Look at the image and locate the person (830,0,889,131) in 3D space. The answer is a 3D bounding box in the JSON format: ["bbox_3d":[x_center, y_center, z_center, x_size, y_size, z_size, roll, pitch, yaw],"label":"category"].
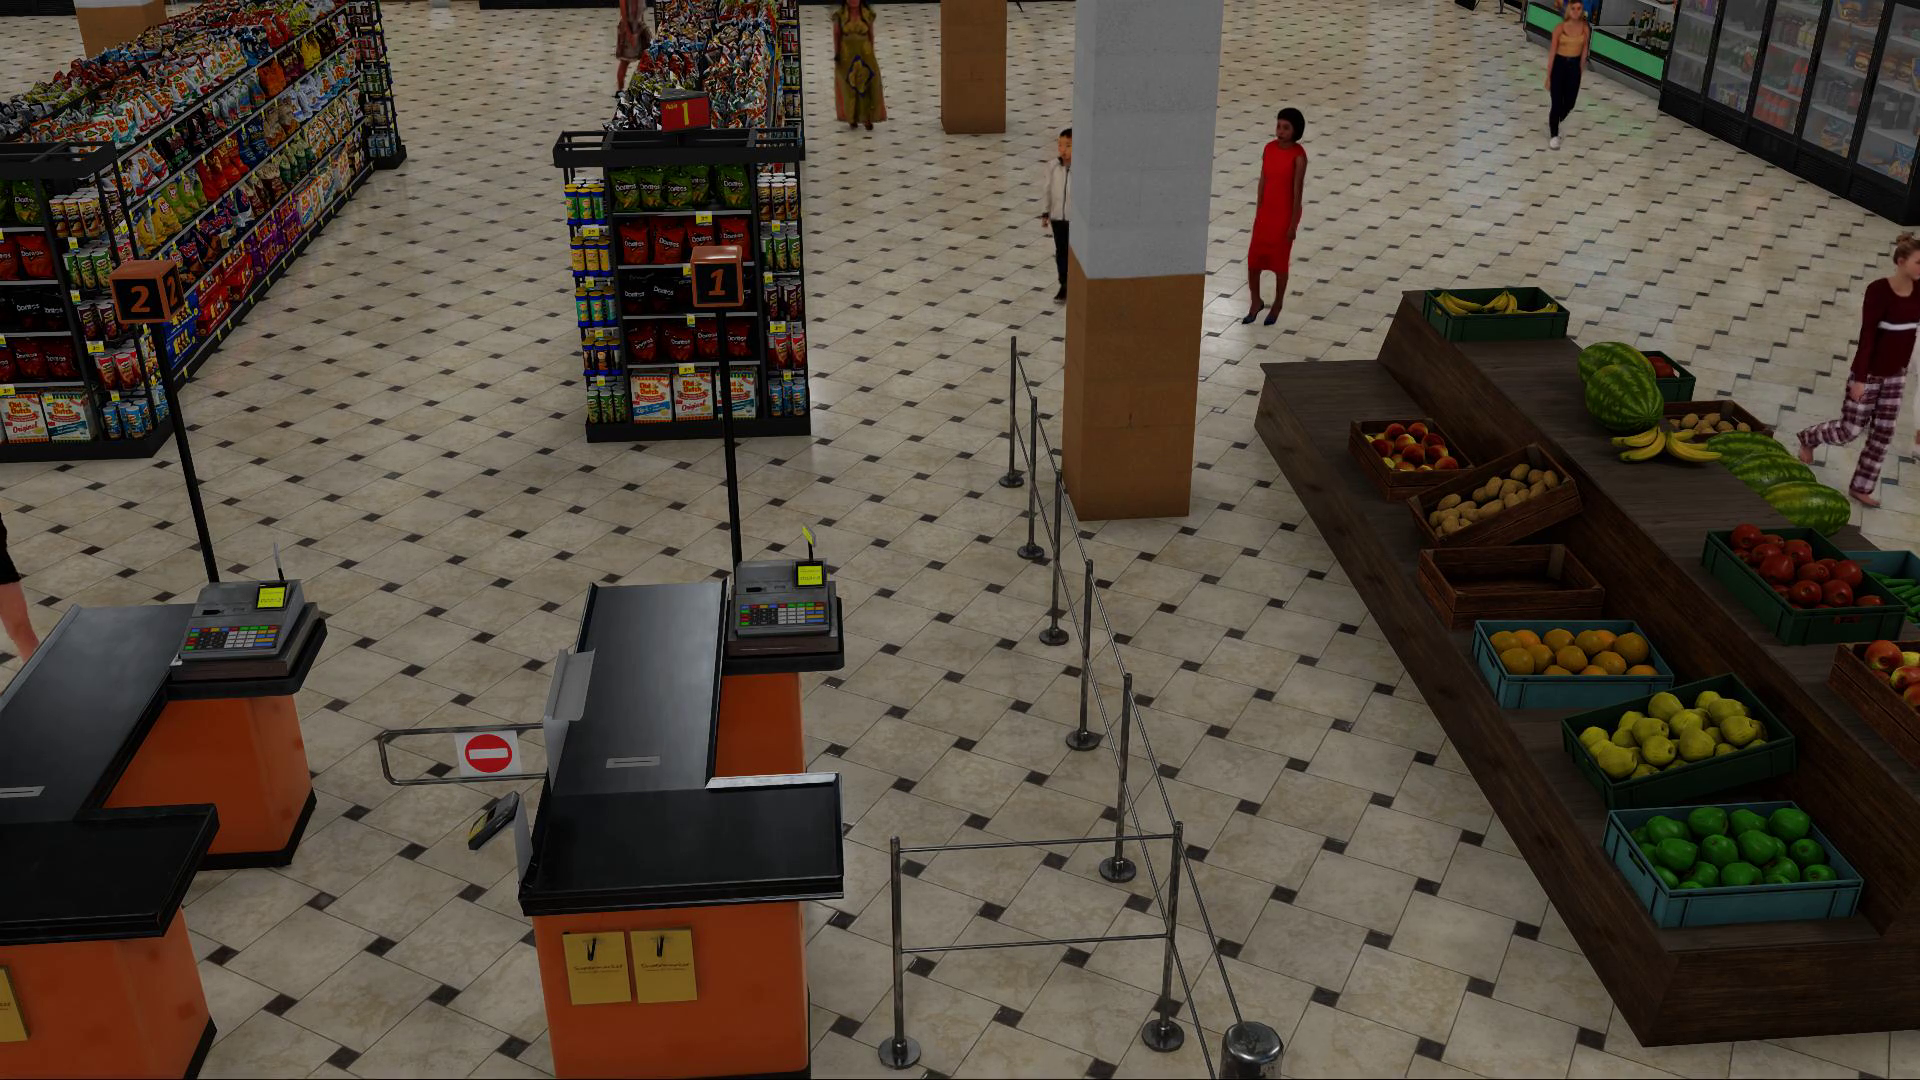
[{"bbox_3d":[-1.231,-5.602,19.266,0.835,1.641,0.869,-6,28,-12],"label":"person"}]

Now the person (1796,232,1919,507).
[{"bbox_3d":[5.599,-1.061,10.270,0.707,1.680,0.917,-7,28,-14],"label":"person"}]

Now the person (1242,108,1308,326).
[{"bbox_3d":[2.562,-2.549,13.144,0.798,1.734,0.729,-24,36,-39],"label":"person"}]

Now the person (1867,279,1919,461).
[{"bbox_3d":[6.307,-1.376,10.965,0.812,1.614,1.214,-10,28,-19],"label":"person"}]

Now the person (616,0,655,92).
[{"bbox_3d":[-4.097,-6.228,20.552,1.160,1.596,1.114,20,33,34],"label":"person"}]

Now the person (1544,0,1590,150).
[{"bbox_3d":[6.695,-5.189,18.479,0.646,1.617,0.739,3,27,5],"label":"person"}]
